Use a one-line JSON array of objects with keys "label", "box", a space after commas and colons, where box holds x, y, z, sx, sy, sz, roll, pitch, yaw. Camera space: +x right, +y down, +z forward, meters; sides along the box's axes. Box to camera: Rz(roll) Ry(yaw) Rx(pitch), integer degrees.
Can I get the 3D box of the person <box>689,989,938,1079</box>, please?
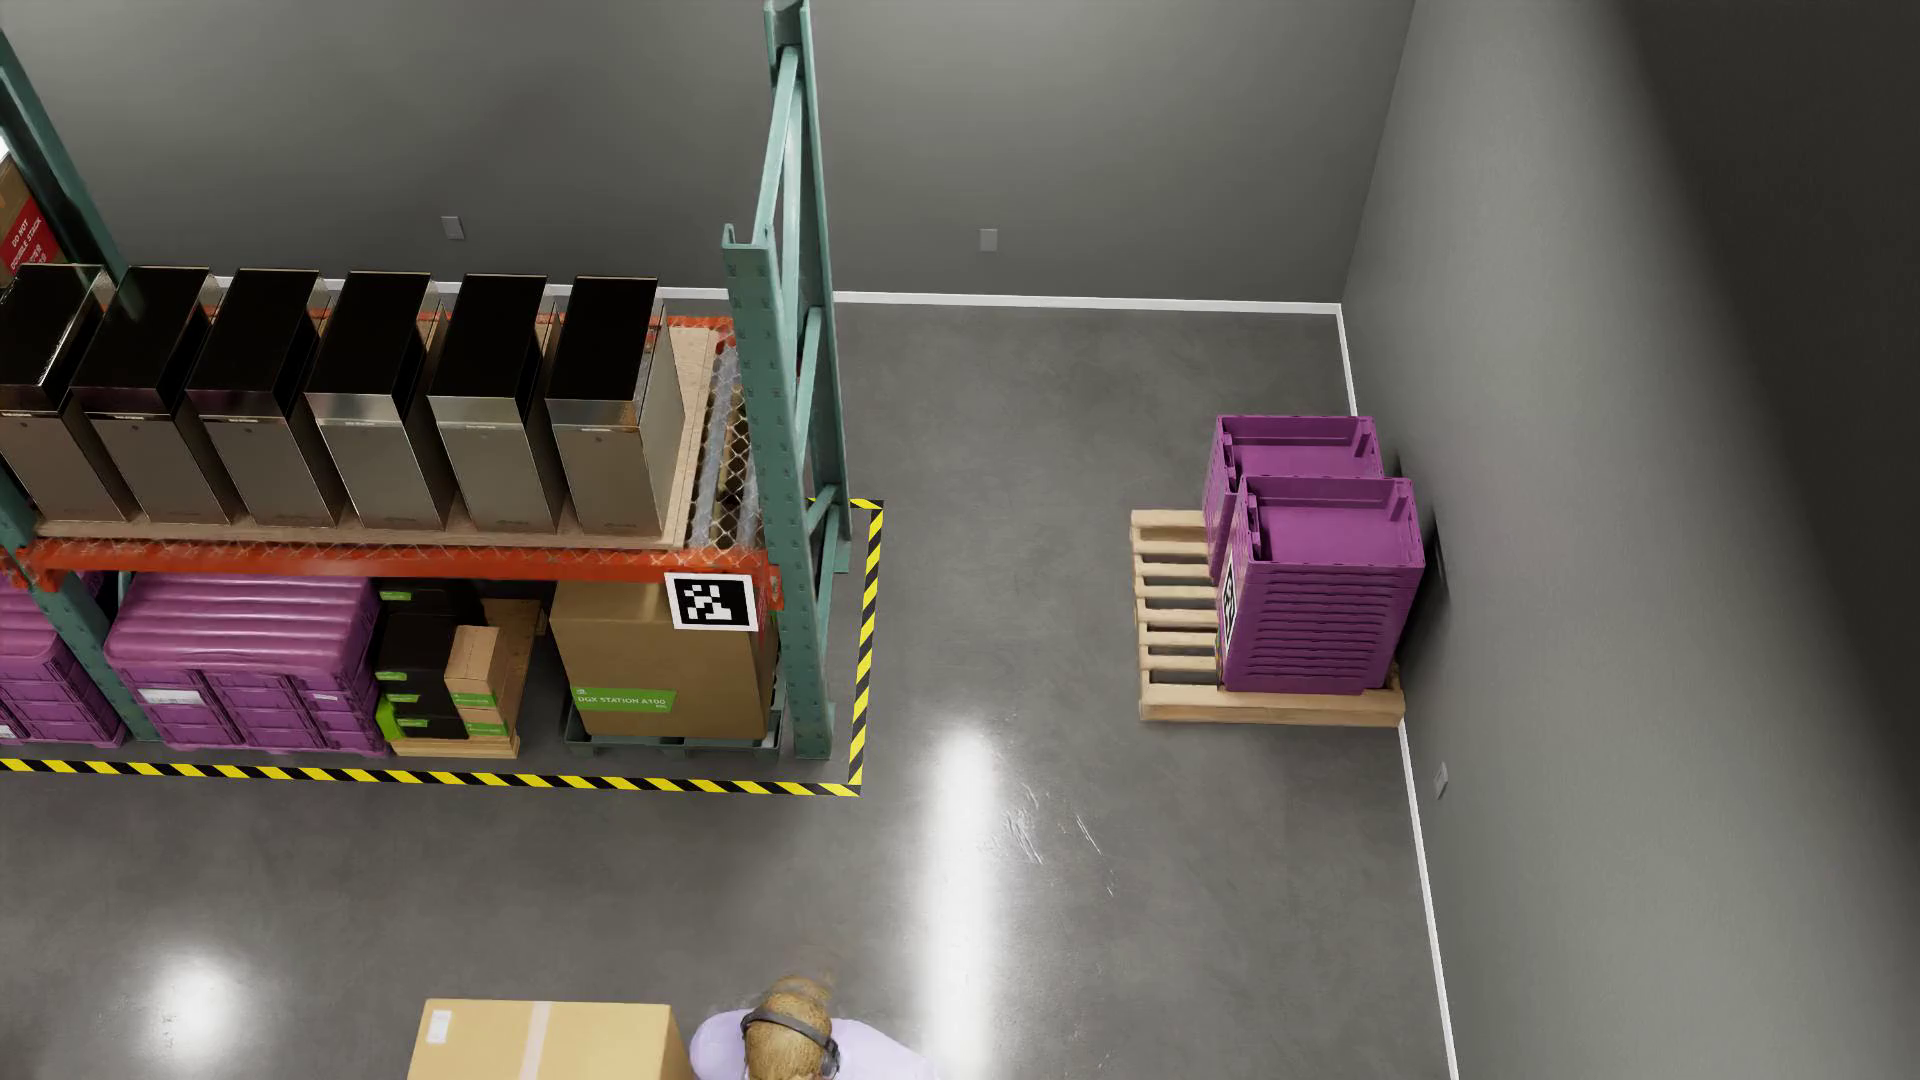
[{"label": "person", "box": [-0.353, 1.593, 4.451, 0.644, 1.925, 0.504, 11, 53, 8]}]
